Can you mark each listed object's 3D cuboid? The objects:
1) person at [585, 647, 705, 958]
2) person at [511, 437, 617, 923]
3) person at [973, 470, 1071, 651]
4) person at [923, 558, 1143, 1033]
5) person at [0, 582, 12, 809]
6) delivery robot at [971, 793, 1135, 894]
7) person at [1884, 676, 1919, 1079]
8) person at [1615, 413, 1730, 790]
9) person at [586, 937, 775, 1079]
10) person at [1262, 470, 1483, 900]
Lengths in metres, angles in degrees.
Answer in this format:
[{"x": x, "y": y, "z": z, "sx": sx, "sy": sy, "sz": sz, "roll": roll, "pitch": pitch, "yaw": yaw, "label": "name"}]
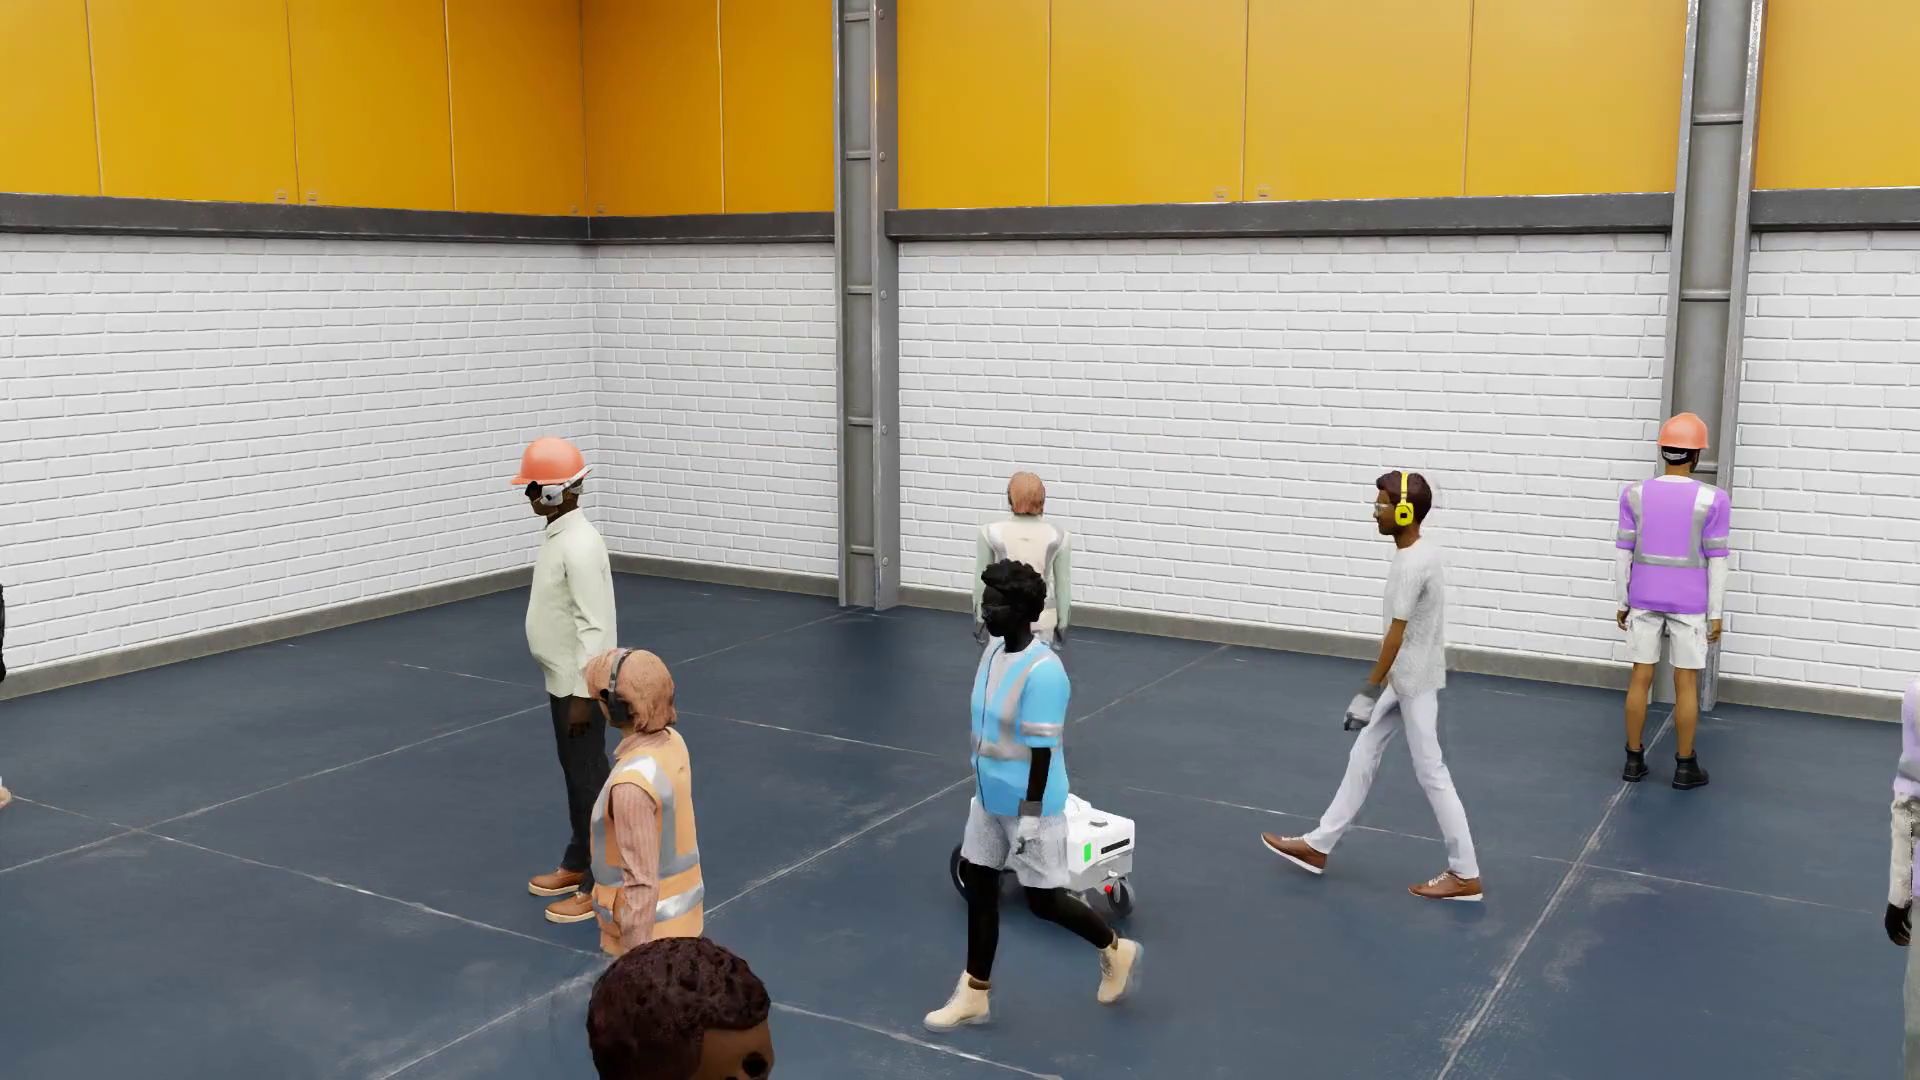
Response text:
[{"x": -0.862, "y": 1.100, "z": 4.616, "sx": 0.314, "sy": 1.636, "sz": 0.517, "roll": 0, "pitch": 9, "yaw": 1, "label": "person"}, {"x": -1.606, "y": 0.566, "z": 6.841, "sx": 0.392, "sy": 1.991, "sz": 0.612, "roll": -4, "pitch": 10, "yaw": -22, "label": "person"}, {"x": 0.334, "y": 0.449, "z": 8.716, "sx": 0.518, "sy": 1.619, "sz": 0.657, "roll": -1, "pitch": 9, "yaw": -8, "label": "person"}, {"x": 0.258, "y": 0.887, "z": 5.814, "sx": 0.736, "sy": 1.675, "sz": 0.534, "roll": -5, "pitch": 10, "yaw": -27, "label": "person"}, {"x": -4.814, "y": 0.509, "z": 7.801, "sx": 0.631, "sy": 1.812, "sz": 0.924, "roll": -2, "pitch": 9, "yaw": -12, "label": "person"}, {"x": 0.381, "y": 1.221, "z": 6.931, "sx": 0.477, "sy": 0.478, "sz": 0.707, "roll": -9, "pitch": 13, "yaw": -44, "label": "delivery robot"}, {"x": 2.859, "y": 0.974, "z": 4.566, "sx": 0.647, "sy": 1.905, "sz": 0.598, "roll": -5, "pitch": 10, "yaw": -27, "label": "person"}, {"x": 3.667, "y": 0.312, "z": 8.592, "sx": 0.547, "sy": 1.937, "sz": 0.379, "roll": 7, "pitch": 12, "yaw": 38, "label": "person"}, {"x": -0.385, "y": 1.393, "z": 2.083, "sx": 0.993, "sy": 1.868, "sz": 0.598, "roll": 4, "pitch": 10, "yaw": 24, "label": "person"}, {"x": 1.794, "y": 0.620, "z": 7.046, "sx": 0.958, "sy": 1.825, "sz": 0.516, "roll": 2, "pitch": 9, "yaw": 12, "label": "person"}]
